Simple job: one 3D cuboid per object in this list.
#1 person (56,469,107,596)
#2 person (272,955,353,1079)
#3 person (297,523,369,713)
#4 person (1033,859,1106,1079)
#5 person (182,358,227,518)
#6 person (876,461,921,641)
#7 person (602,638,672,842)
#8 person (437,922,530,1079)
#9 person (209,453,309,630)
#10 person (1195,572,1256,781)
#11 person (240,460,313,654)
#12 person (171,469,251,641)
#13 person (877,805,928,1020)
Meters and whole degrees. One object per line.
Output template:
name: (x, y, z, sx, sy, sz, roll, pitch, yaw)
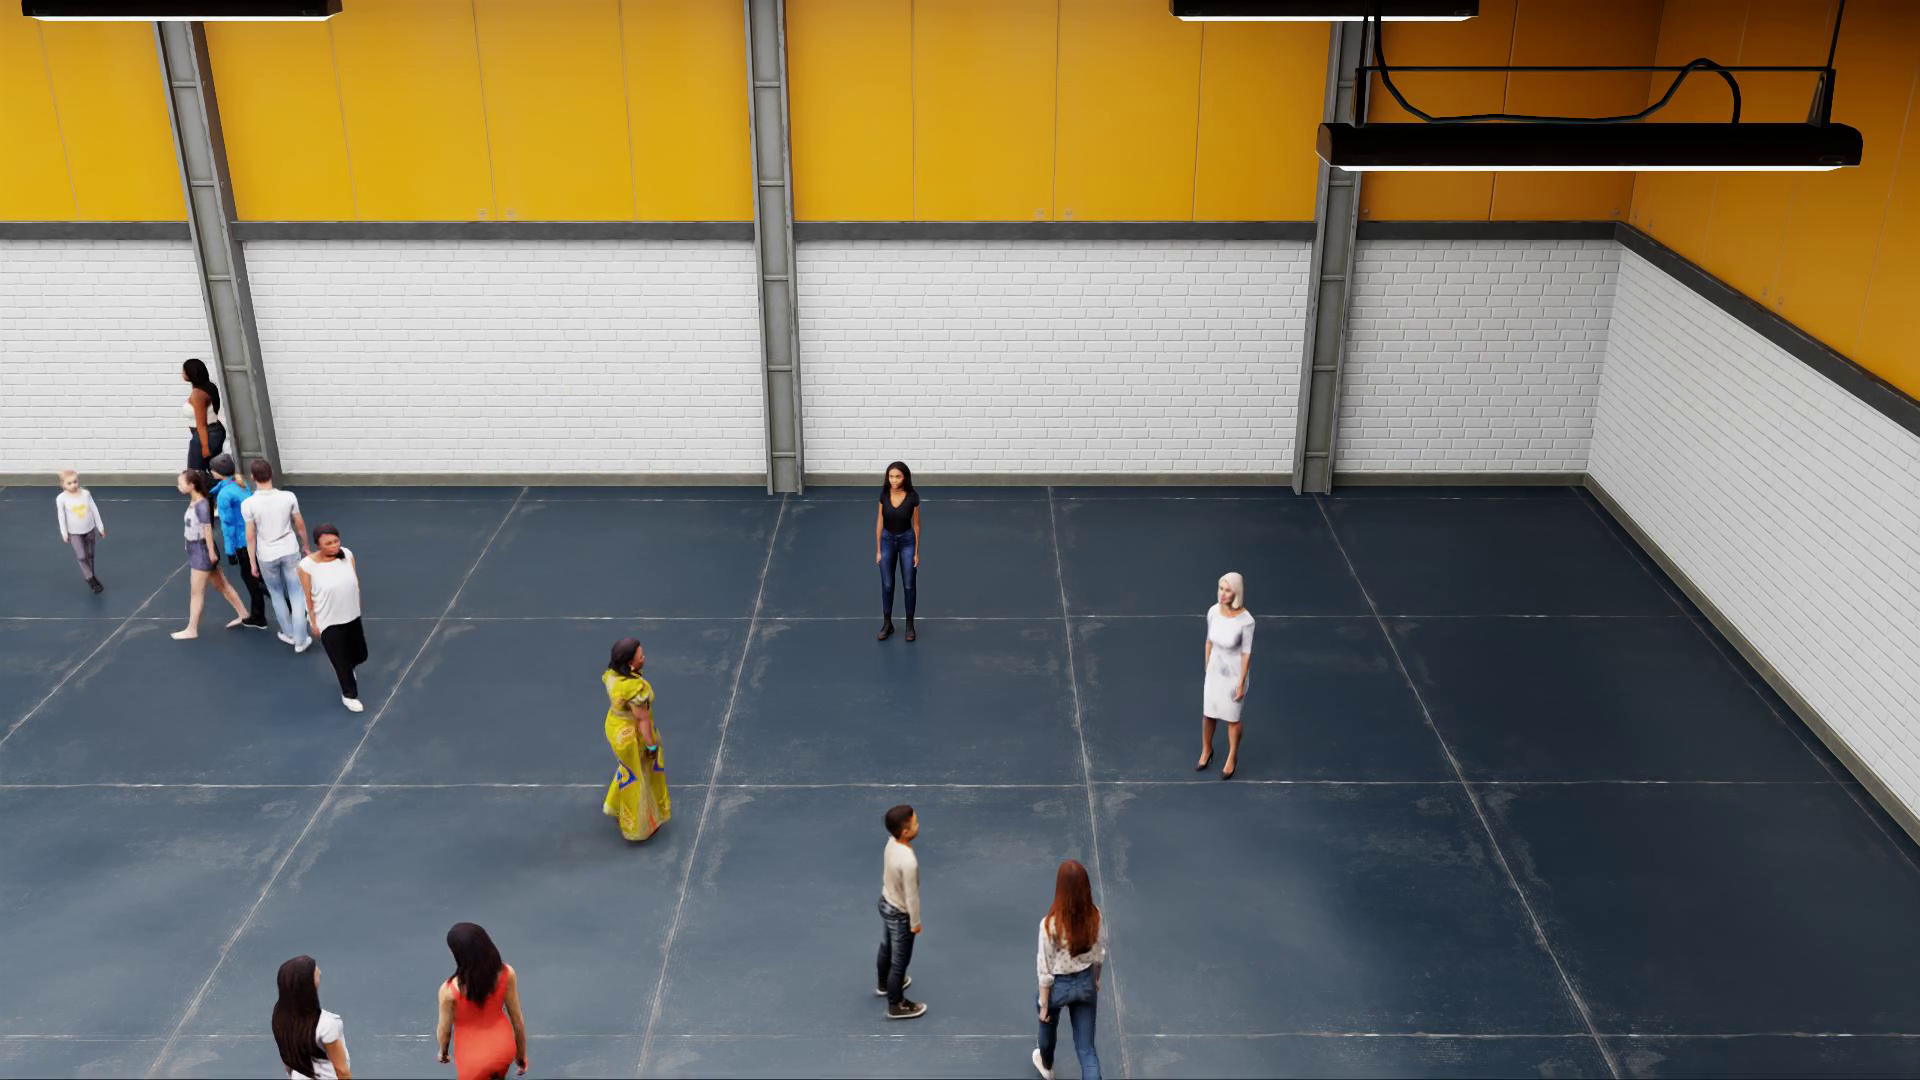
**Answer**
person: (-8.672, -0.107, 16.368, 0.888, 1.257, 0.810, 20, 30, 38)
person: (-3.359, 2.941, 8.749, 0.594, 1.774, 0.724, 11, 26, 23)
person: (-5.326, 0.627, 14.168, 0.954, 1.673, 0.889, 20, 30, 38)
person: (0.660, 2.641, 9.541, 1.143, 1.690, 0.901, -7, 25, -16)
person: (-8.003, -1.077, 17.911, 0.662, 1.798, 0.663, -2, 24, -4)
person: (-0.566, 0.085, 15.326, 0.487, 1.740, 0.630, 2, 24, 5)
person: (-2.485, 1.486, 12.239, 0.971, 1.646, 0.929, -15, 28, -31)
person: (-2.536, 2.870, 9.023, 1.028, 1.684, 1.048, -18, 30, -36)
person: (-6.497, 0.070, 15.328, 1.035, 1.766, 0.746, 3, 24, 6)
person: (2.134, 1.052, 13.104, 0.676, 1.748, 0.752, 17, 29, 34)
person: (-6.146, 0.167, 15.011, 0.854, 1.841, 0.927, -11, 26, -24)
person: (-6.927, 0.113, 15.416, 1.029, 1.617, 0.844, -11, 26, -23)
person: (-0.395, 2.336, 10.531, 0.581, 1.456, 0.606, -8, 25, -18)
